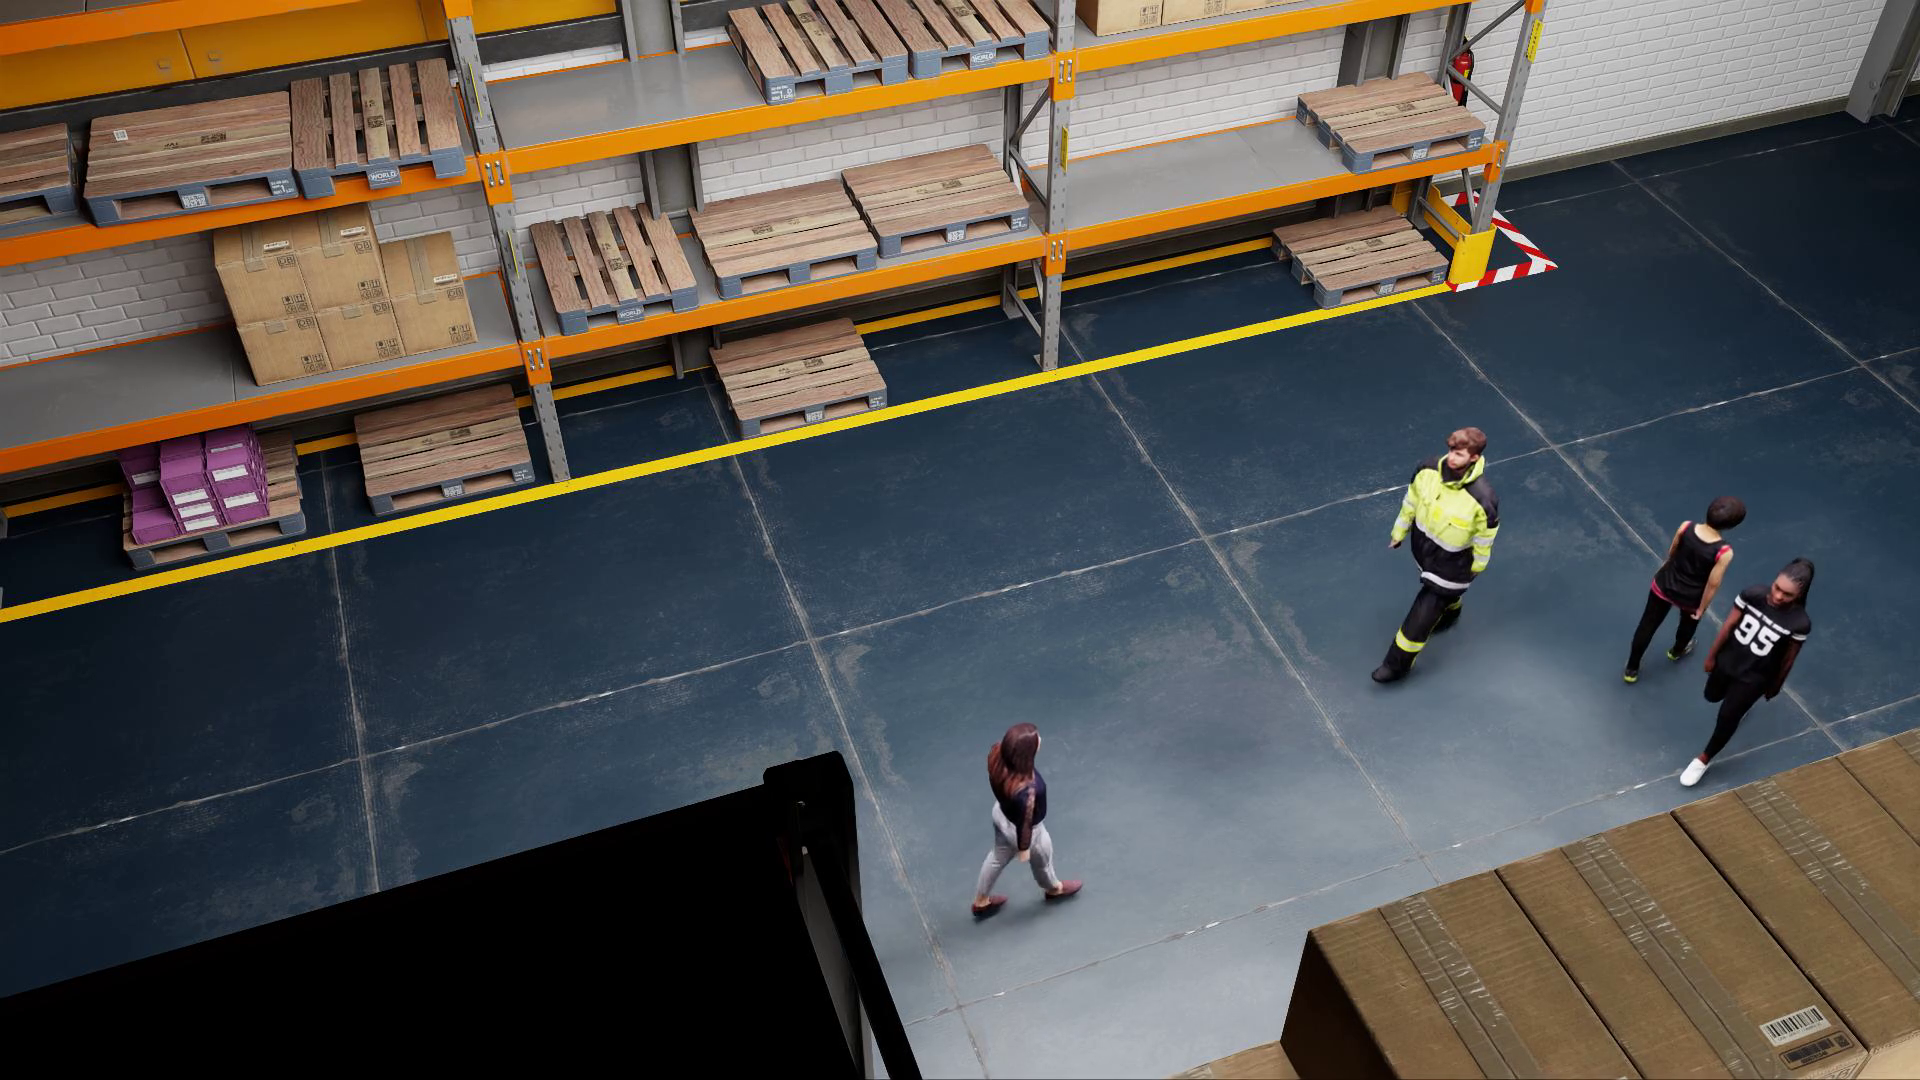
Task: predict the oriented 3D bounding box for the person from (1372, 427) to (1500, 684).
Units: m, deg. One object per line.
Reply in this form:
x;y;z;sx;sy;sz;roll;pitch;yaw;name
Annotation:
3.195;0.006;10.750;1.332;1.928;1.012;-26;50;-25;person

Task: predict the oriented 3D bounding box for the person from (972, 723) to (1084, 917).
0.282;1.600;9.325;0.935;1.585;0.658;-18;47;-18;person

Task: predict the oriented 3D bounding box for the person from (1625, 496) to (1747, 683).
4.597;0.354;10.674;0.785;1.529;0.951;32;52;29;person

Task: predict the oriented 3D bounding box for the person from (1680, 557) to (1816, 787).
4.827;0.736;10.145;1.102;1.705;0.815;-30;51;-28;person
